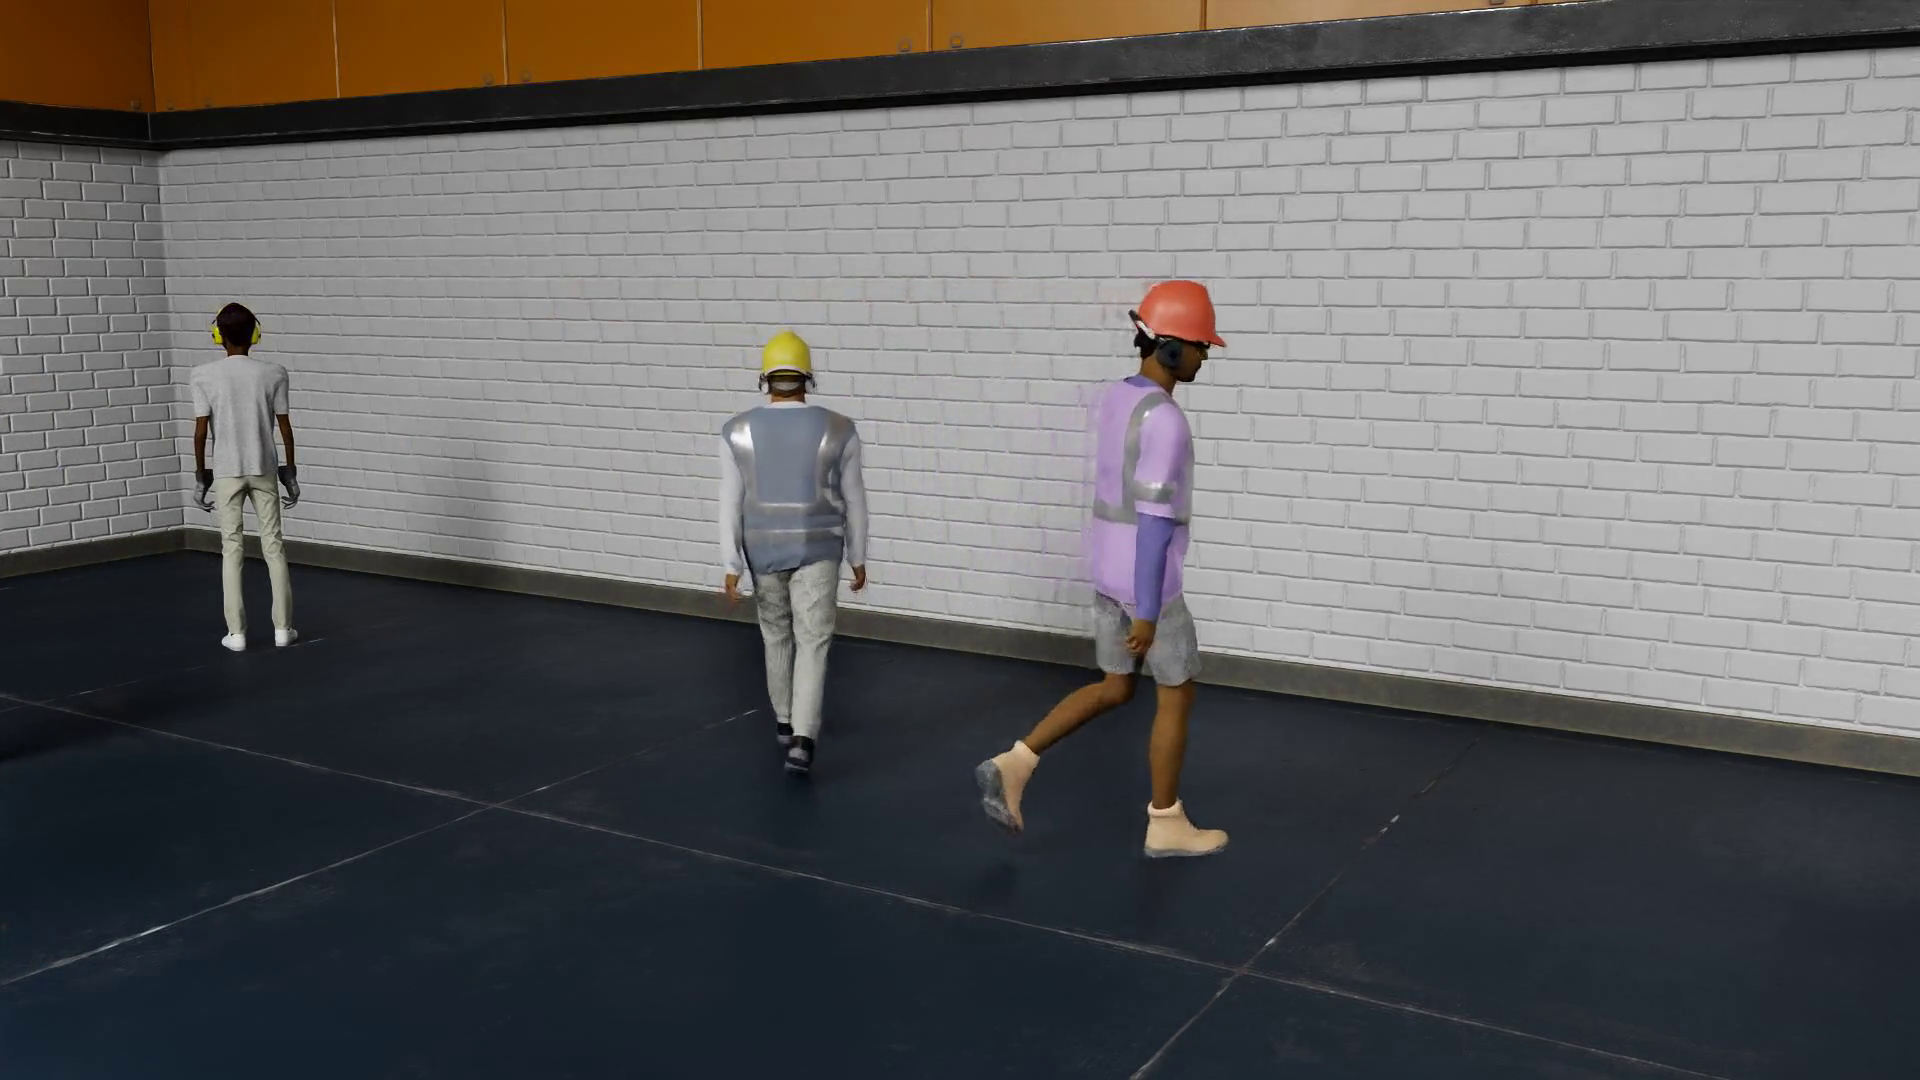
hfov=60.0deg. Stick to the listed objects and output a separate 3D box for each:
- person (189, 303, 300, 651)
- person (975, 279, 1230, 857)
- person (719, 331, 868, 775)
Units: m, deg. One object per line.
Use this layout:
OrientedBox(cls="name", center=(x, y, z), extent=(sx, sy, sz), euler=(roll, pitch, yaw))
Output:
OrientedBox(cls="person", center=(-3.849, -0.336, 8.964), extent=(0.535, 1.866, 0.314), euler=(-5, 10, -27))
OrientedBox(cls="person", center=(0.516, 0.131, 5.625), extent=(0.819, 2.009, 0.625), euler=(-3, 9, -16))
OrientedBox(cls="person", center=(-0.686, 0.040, 6.850), extent=(0.597, 1.796, 0.923), euler=(0, 9, 1))
